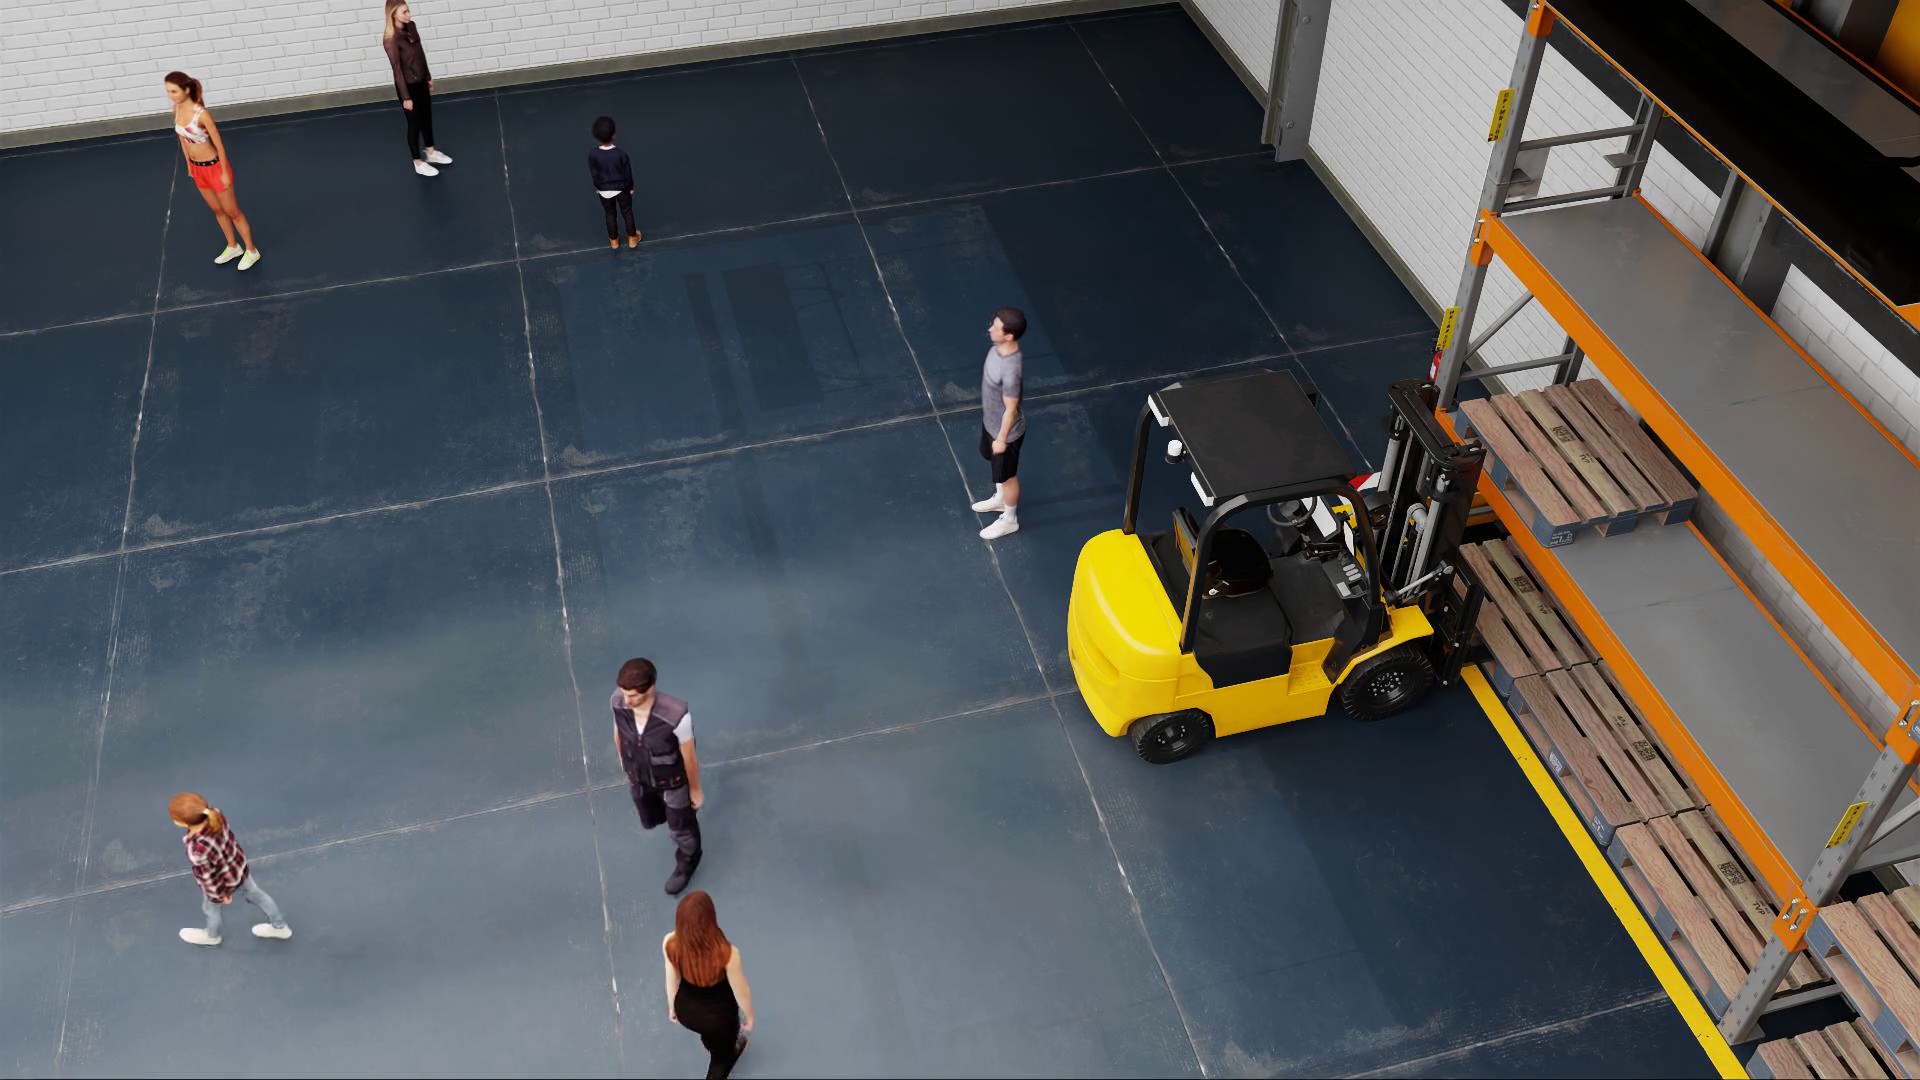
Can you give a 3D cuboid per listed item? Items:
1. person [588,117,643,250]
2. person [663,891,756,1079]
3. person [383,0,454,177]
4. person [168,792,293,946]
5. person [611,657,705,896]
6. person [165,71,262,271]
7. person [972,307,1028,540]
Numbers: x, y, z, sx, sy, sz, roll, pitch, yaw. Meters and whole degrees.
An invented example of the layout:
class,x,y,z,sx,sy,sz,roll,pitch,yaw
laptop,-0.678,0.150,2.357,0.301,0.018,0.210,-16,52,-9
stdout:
class,x,y,z,sx,sy,sz,roll,pitch,yaw
person,-2.971,-3.057,14.262,0.546,1.225,0.545,-1,44,-1
person,-1.288,2.396,8.195,0.968,1.698,1.128,13,45,13
person,-4.954,-4.116,15.029,0.731,1.702,0.619,11,45,11
person,-3.967,1.816,9.106,0.767,1.282,0.827,5,44,5
person,-1.616,1.223,9.328,0.915,1.834,0.984,13,45,13
person,-6.255,-3.092,13.889,0.682,1.790,0.732,19,47,19
person,0.309,-0.817,11.443,0.728,1.871,0.511,-7,44,-7
